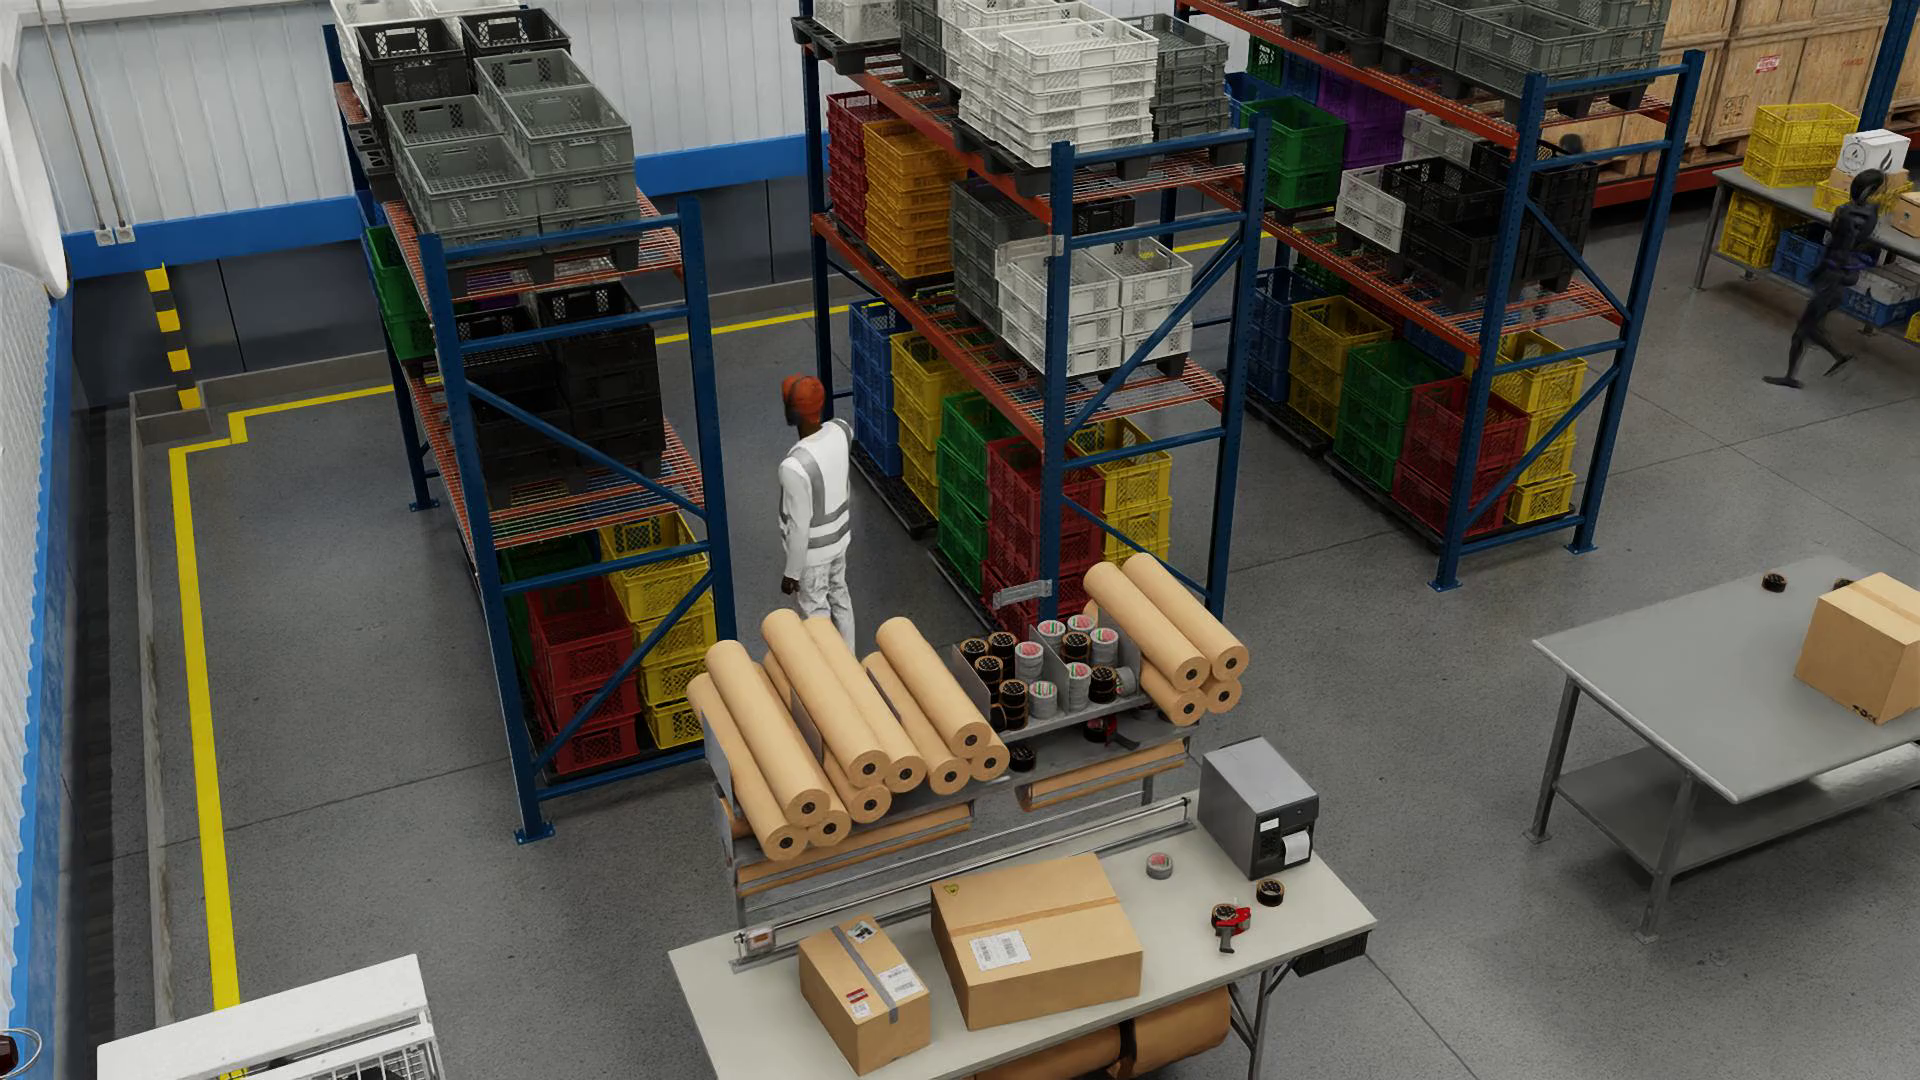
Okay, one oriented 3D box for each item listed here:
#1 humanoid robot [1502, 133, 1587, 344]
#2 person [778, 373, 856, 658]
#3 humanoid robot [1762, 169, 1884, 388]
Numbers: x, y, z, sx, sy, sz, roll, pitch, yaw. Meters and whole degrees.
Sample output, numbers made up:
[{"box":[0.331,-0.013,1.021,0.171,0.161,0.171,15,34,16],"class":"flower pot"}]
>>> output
[{"box":[4.261,-2.199,12.223,0.626,1.648,0.365,17,36,26],"class":"humanoid robot"},{"box":[-0.727,0.026,8.387,0.341,1.882,0.584,13,34,20],"class":"person"},{"box":[6.101,-1.834,11.623,0.487,1.635,0.624,15,35,23],"class":"humanoid robot"}]
